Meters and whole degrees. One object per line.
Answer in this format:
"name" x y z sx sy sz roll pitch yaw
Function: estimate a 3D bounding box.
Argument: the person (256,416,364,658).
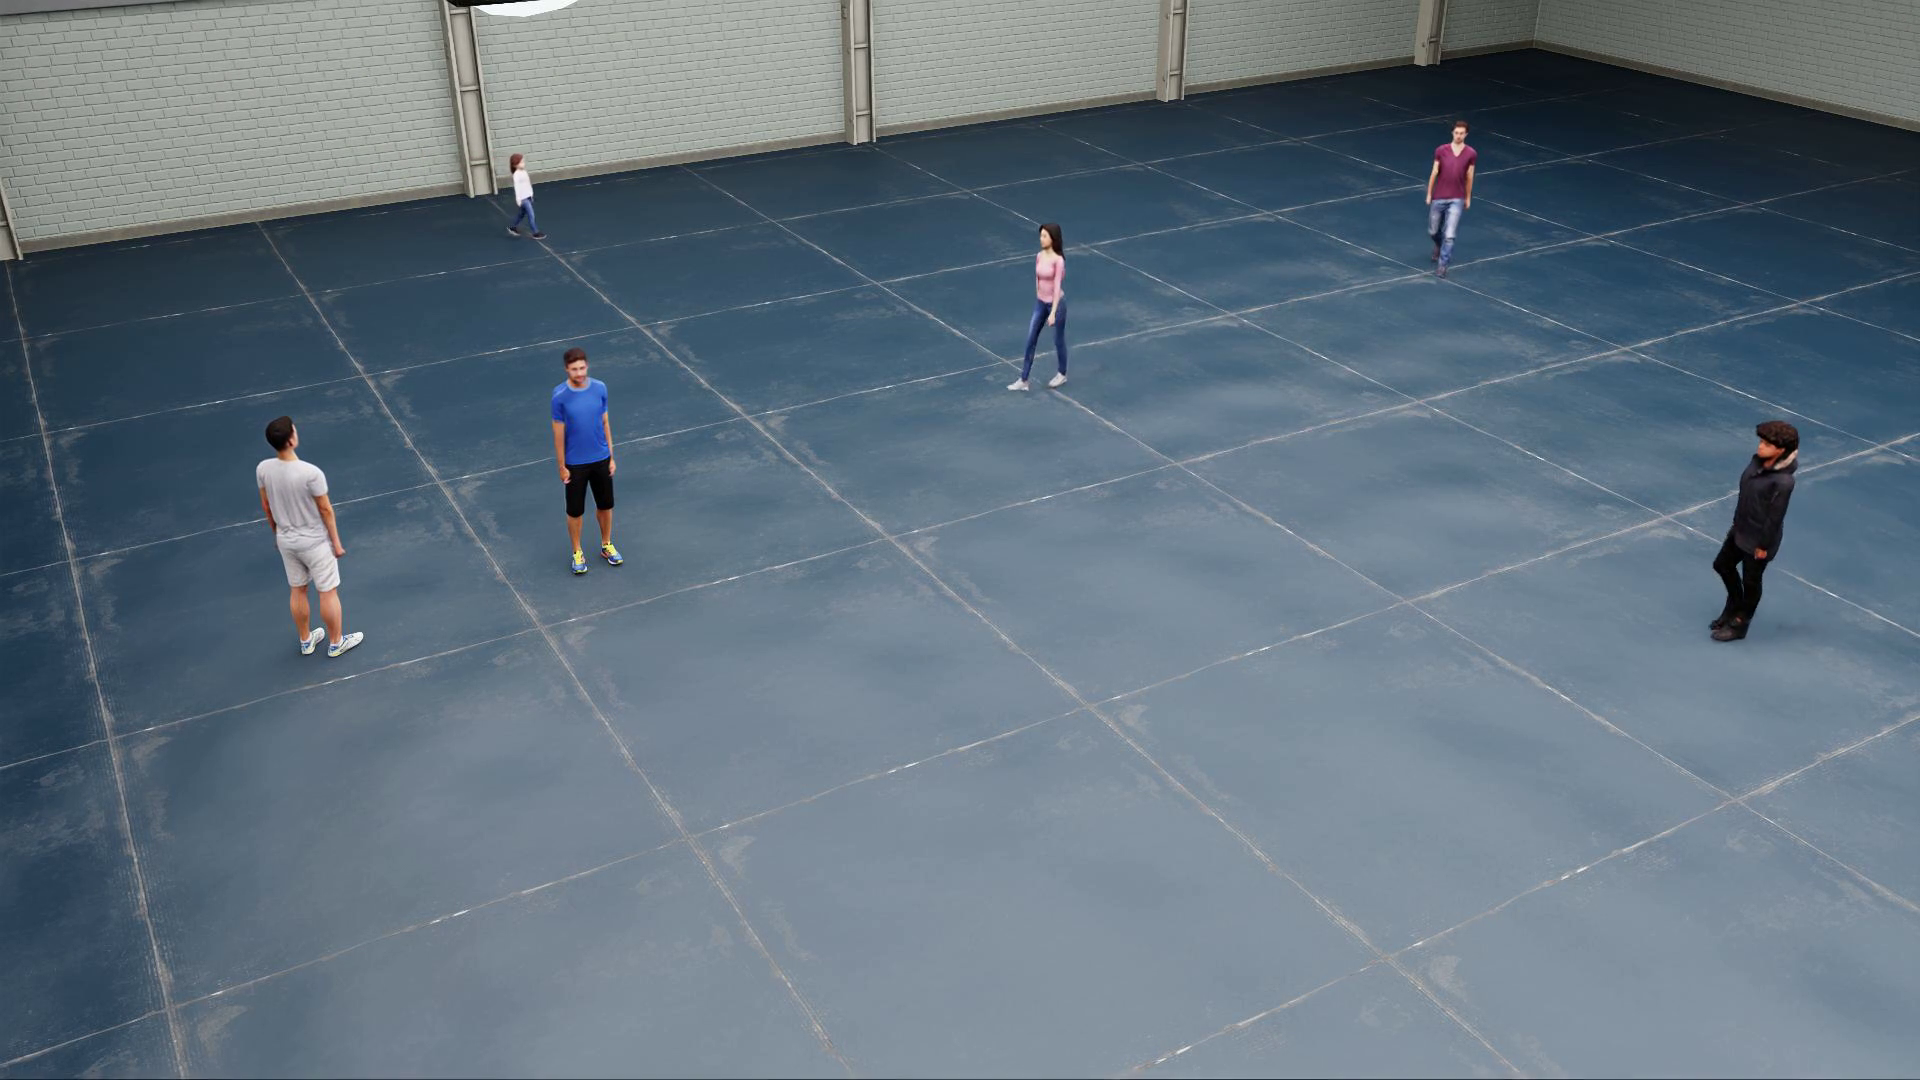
"person" -4.729 -0.019 11.970 0.747 1.854 0.819 6 28 11

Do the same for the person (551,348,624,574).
"person" -2.963 -0.653 13.189 0.478 1.866 0.667 -14 30 -25

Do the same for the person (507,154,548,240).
"person" -5.642 -4.406 21.325 0.816 1.090 0.723 4 28 8

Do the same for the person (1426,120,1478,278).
"person" 5.881 -4.134 19.992 1.037 1.826 1.152 10 29 19

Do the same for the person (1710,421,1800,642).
"person" 5.887 -0.067 12.160 0.681 1.766 0.710 -5 28 -10

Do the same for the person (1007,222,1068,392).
"person" 0.971 -2.328 16.602 1.019 1.718 0.695 -21 34 -35
